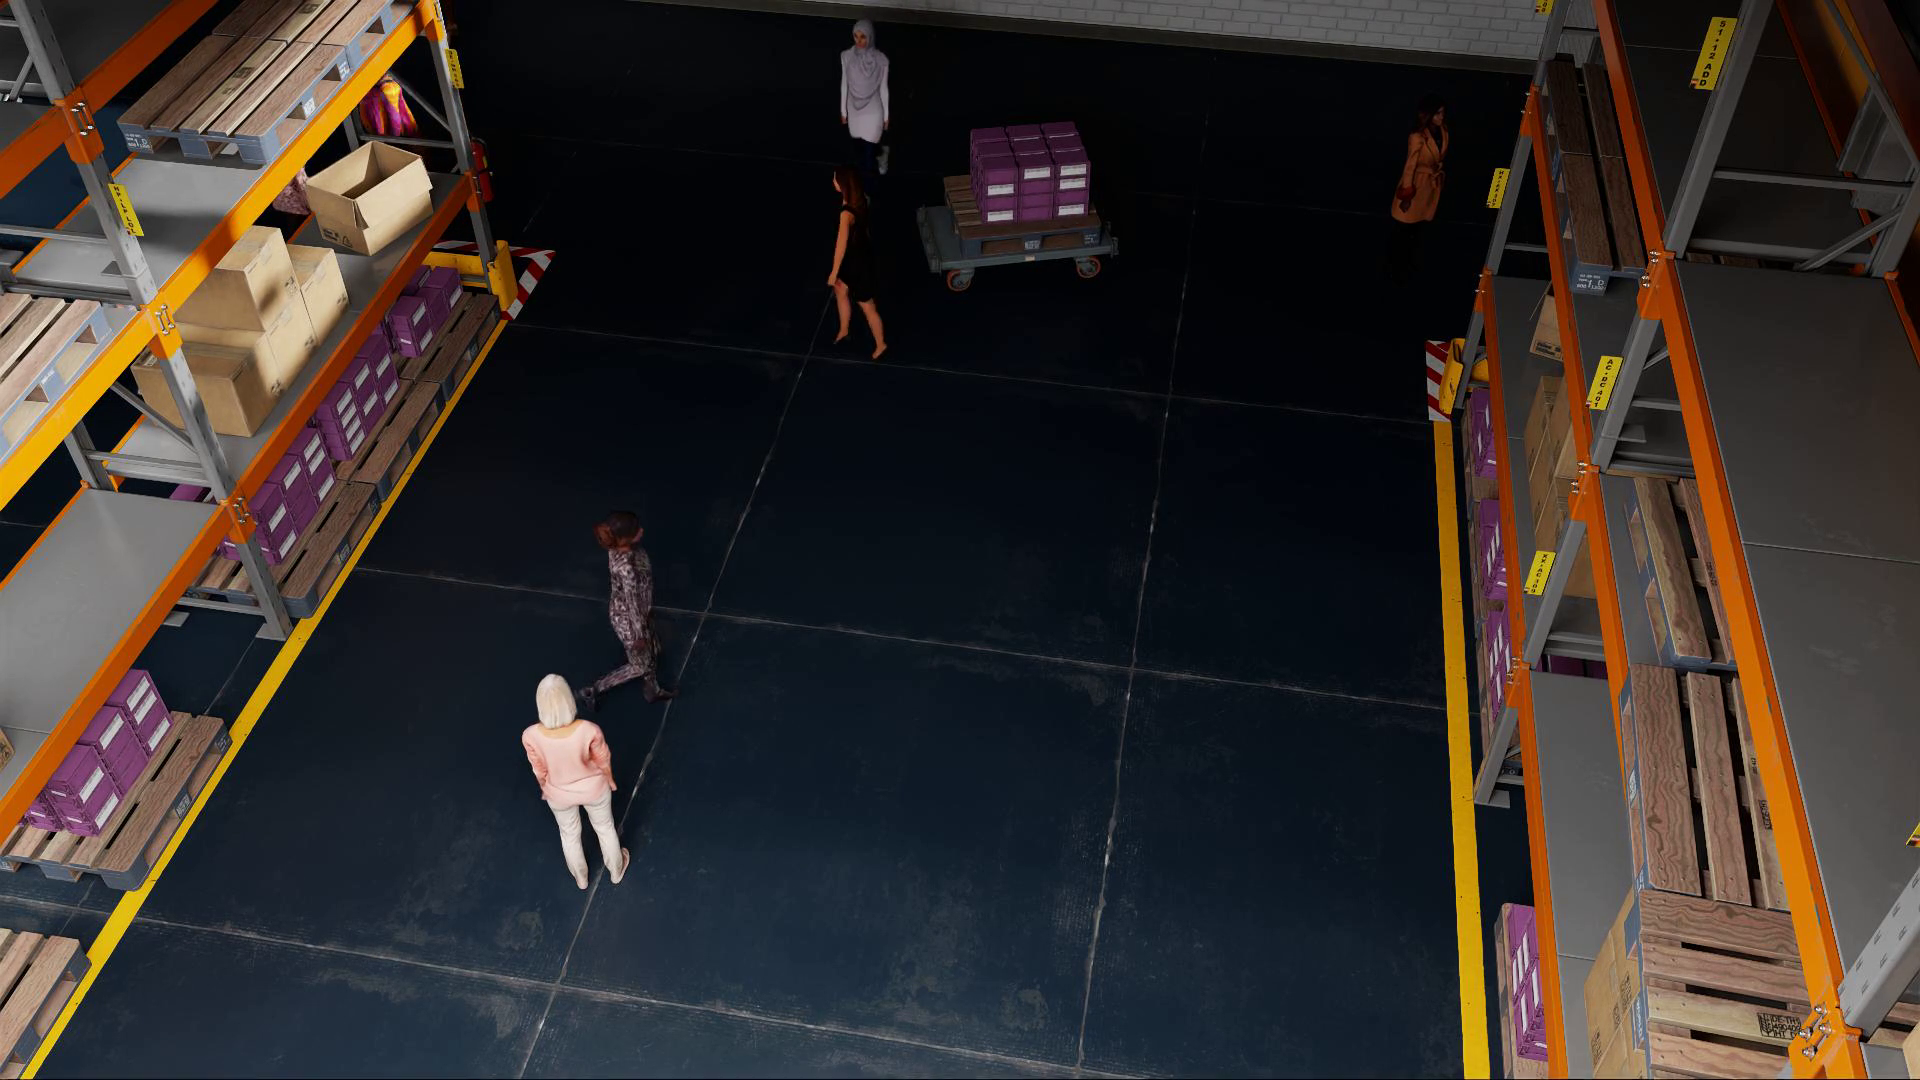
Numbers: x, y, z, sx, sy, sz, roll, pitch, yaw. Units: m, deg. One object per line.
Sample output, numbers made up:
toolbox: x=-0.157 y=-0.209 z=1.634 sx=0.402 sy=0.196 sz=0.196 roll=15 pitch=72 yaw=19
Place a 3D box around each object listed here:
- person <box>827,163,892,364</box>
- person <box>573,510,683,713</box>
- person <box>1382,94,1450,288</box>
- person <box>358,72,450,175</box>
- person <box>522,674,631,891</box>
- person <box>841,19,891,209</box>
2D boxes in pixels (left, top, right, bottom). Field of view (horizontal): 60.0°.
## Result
person: x=-0.716 y=-2.126 z=13.105 sx=0.651 sy=1.816 sz=0.701 roll=5 pitch=44 yaw=5
person: x=-2.132 y=0.507 z=10.425 sx=0.873 sy=1.700 sz=0.938 roll=-12 pitch=45 yaw=-12
person: x=3.868 y=-2.959 z=14.048 sx=0.767 sy=1.720 sz=0.839 roll=-28 pitch=50 yaw=-26
person: x=-5.022 y=-3.722 z=14.889 sx=1.267 sy=1.666 sz=1.116 roll=-31 pitch=51 yaw=-28
person: x=-2.189 y=1.393 z=9.476 sx=0.669 sy=1.726 sz=0.640 roll=-7 pitch=44 yaw=-7
person: x=-0.814 y=-3.866 z=14.975 sx=0.757 sy=1.756 sz=1.073 roll=14 pitch=45 yaw=15
